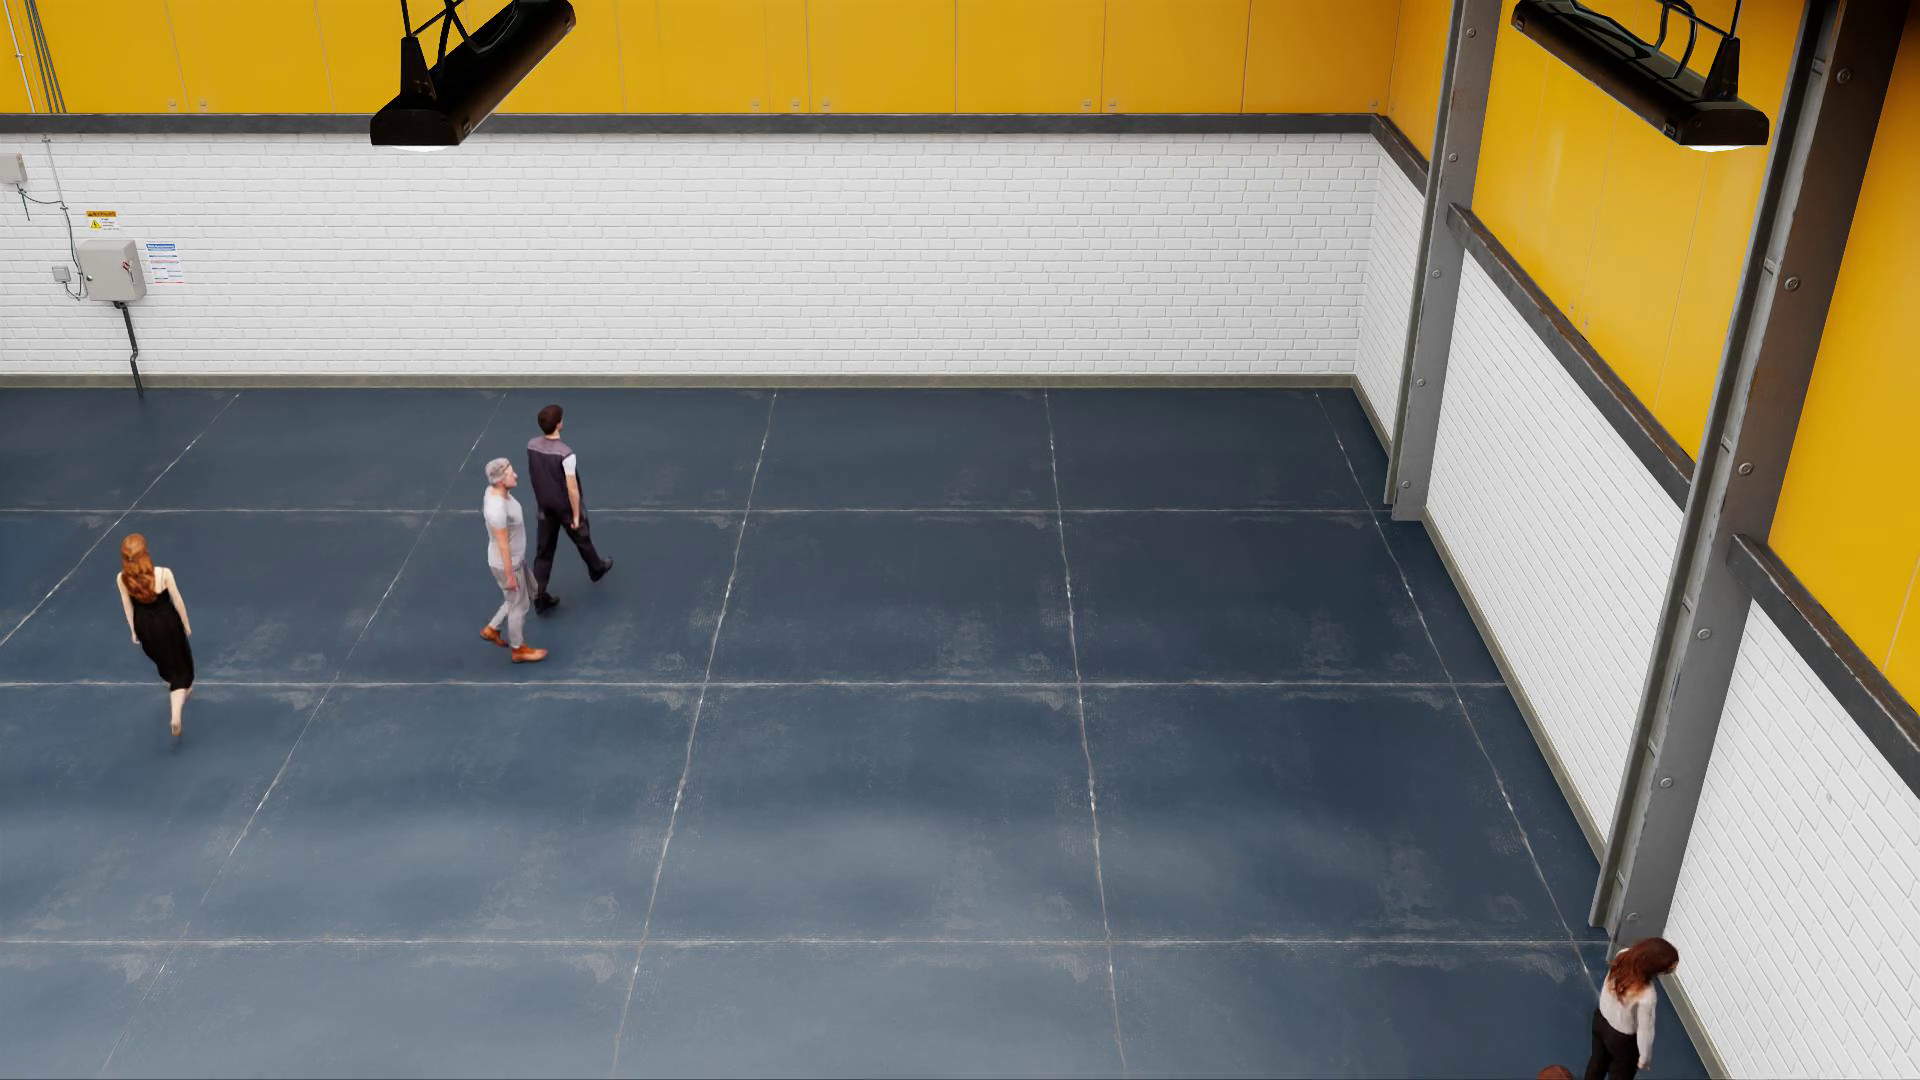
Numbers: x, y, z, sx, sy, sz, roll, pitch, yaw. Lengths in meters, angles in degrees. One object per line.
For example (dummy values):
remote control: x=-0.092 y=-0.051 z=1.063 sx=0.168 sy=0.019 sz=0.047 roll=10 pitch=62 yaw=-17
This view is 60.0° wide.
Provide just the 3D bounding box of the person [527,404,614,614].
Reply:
person: x=-3.443 y=-0.230 z=14.007 sx=0.923 sy=1.800 sz=1.260 roll=10 pitch=30 yaw=18

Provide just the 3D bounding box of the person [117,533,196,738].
person: x=-6.024 y=0.717 z=12.478 sx=0.688 sy=1.601 sz=1.044 roll=-5 pitch=29 yaw=-10

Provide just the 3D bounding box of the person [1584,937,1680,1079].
person: x=3.569 y=2.653 z=9.075 sx=0.735 sy=1.462 sz=0.493 roll=-14 pitch=32 yaw=-24

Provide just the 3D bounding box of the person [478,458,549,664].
person: x=-3.682 y=0.184 z=13.232 sx=0.863 sy=1.816 sz=0.789 roll=-7 pitch=29 yaw=-13
